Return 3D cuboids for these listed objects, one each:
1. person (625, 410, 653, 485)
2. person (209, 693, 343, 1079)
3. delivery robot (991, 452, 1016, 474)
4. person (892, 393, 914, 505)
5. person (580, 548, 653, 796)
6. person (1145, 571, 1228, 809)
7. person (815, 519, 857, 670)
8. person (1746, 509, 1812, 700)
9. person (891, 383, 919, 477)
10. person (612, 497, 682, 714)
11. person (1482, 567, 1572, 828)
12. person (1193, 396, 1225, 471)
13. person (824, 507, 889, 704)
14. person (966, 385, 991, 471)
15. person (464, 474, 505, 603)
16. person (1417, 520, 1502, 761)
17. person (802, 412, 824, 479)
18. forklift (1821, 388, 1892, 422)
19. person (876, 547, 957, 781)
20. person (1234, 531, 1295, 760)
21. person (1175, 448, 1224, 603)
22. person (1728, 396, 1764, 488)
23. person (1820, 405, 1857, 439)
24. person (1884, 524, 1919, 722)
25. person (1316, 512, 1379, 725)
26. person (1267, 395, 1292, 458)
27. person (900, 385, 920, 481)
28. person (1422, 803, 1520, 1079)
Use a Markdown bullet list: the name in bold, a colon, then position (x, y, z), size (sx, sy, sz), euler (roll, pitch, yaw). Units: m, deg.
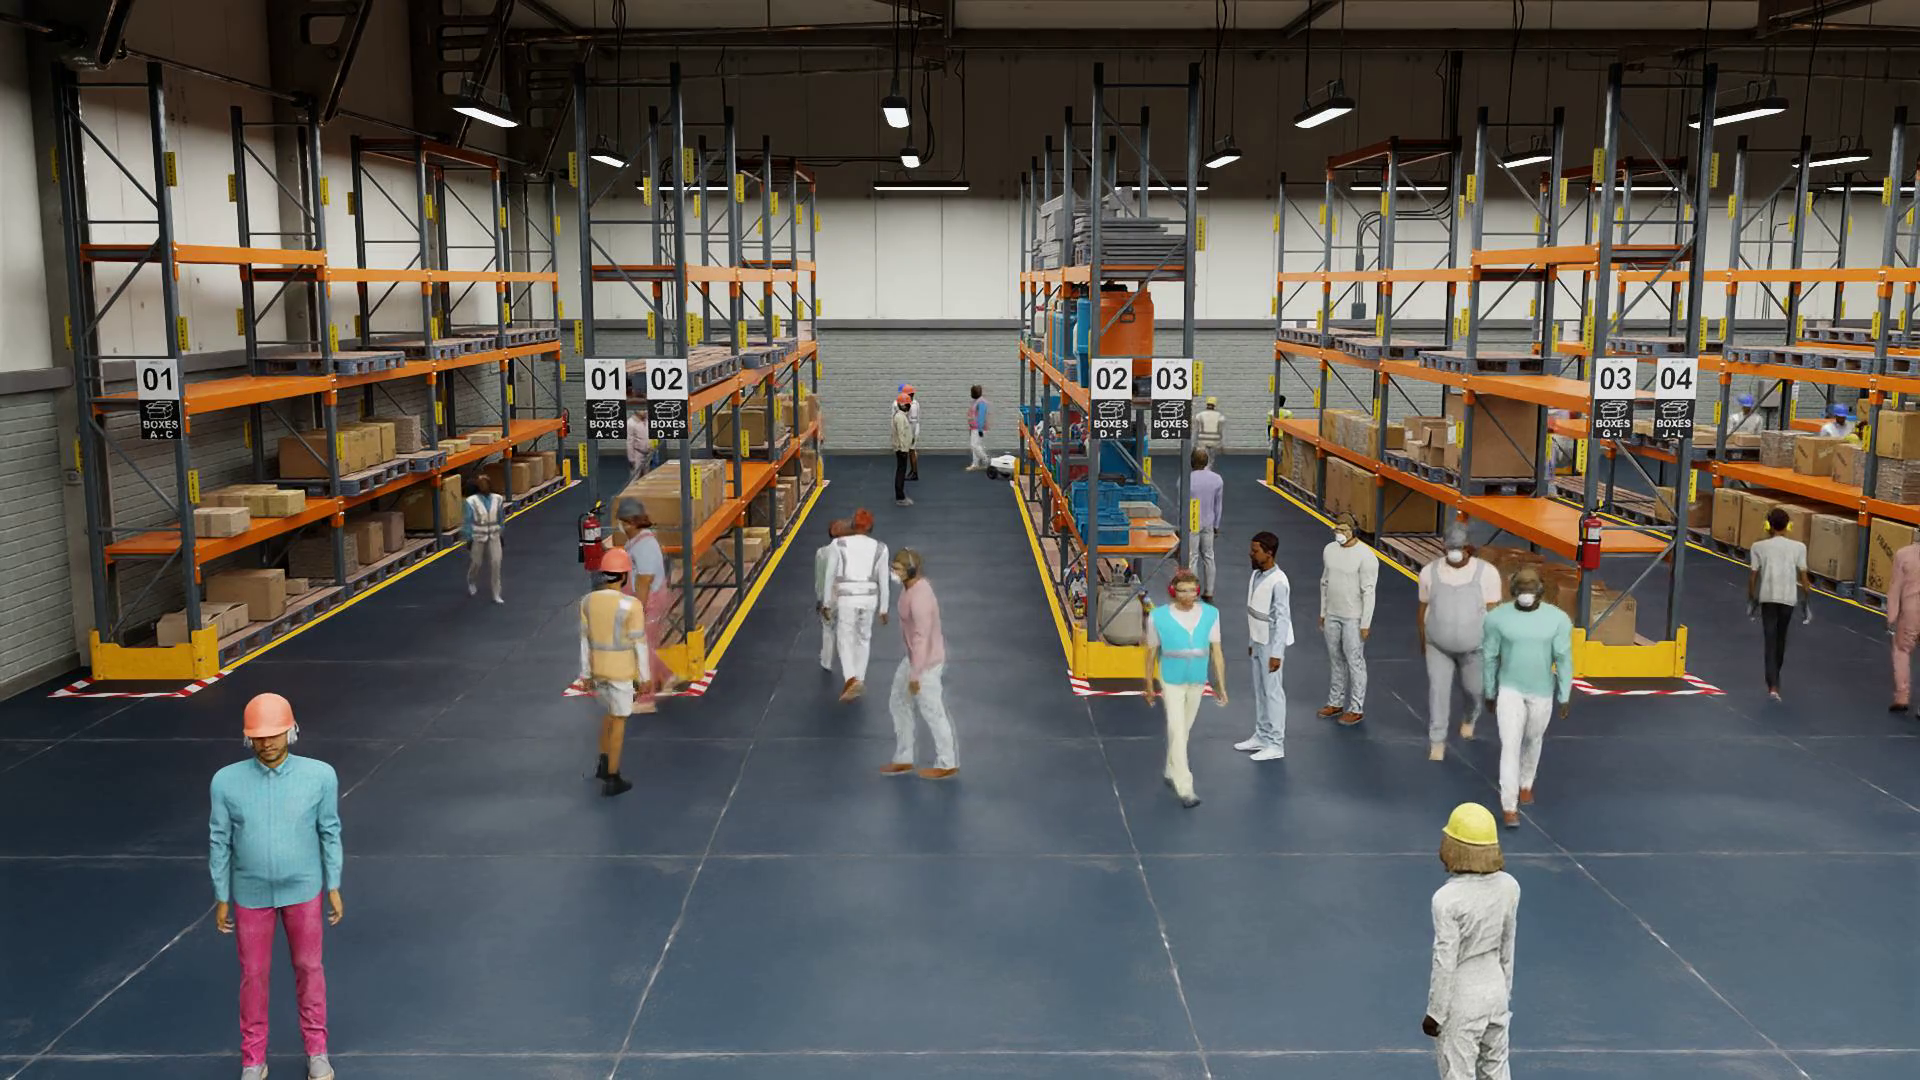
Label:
- **person**: position (-5.563, -1.461, 28.974), size (0.403, 1.906, 0.649), euler (4, 10, 26)
- **person**: position (-3.355, 1.725, 8.189), size (0.610, 1.996, 0.378), euler (-3, 9, -20)
- **delivery robot**: position (0.958, -1.528, 33.431), size (0.477, 0.478, 0.707), euler (-8, 12, -42)
- **person**: position (-1.011, -1.622, 29.727), size (0.389, 1.991, 0.622), euler (0, 9, -3)
- **person**: position (-2.670, 1.020, 12.963), size (0.550, 1.920, 0.545), euler (5, 10, 28)
- **person**: position (1.734, 1.127, 12.687), size (0.568, 1.794, 0.941), euler (-3, 9, -17)
- **person**: position (-1.196, 0.590, 16.774), size (0.535, 1.601, 0.851), euler (-3, 9, -18)
- **person**: position (7.878, 0.611, 16.002), size (0.556, 1.810, 0.992), euler (3, 9, 17)
- **person**: position (-1.125, -2.224, 33.776), size (0.606, 1.939, 0.410), euler (4, 10, 23)
- **person**: position (-2.955, 0.585, 15.382), size (0.594, 2.000, 0.694), euler (-3, 9, -17)
- **person**: position (4.199, 1.133, 12.362), size (0.631, 1.891, 1.025), euler (2, 9, 14)
- **person**: position (4.783, -1.855, 31.930), size (0.625, 1.786, 0.741), euler (0, 9, 0)
- **person**: position (-0.943, 0.628, 15.750), size (0.631, 1.845, 0.809), euler (-2, 9, -14)
- **person**: position (0.365, -2.341, 34.900), size (0.429, 1.830, 0.650), euler (-2, 9, -10)
- **person**: position (-5.948, -0.034, 20.746), size (0.516, 1.615, 0.704), euler (-6, 11, -36)
- **person**: position (4.200, 0.794, 14.036), size (0.679, 2.000, 0.836), euler (3, 9, 19)
- **person**: position (-3.009, -2.029, 33.568), size (0.625, 1.615, 0.518), euler (2, 9, 15)
- **forklift**: position (20.072, -3.110, 36.462), size (1.873, 2.768, 1.129), euler (0, 9, 0)
- **person**: position (-0.372, 0.996, 13.175), size (0.770, 1.900, 0.641), euler (-2, 9, -10)
- **person**: position (2.574, 0.876, 13.900), size (0.398, 1.920, 0.590), euler (-2, 9, -10)
- **person**: position (2.938, -0.168, 20.553), size (0.630, 1.940, 0.373), euler (-3, 9, -21)
- **person**: position (14.400, -1.712, 30.592), size (0.625, 1.918, 0.882), euler (3, 9, 16)
- **person**: position (14.929, -1.350, 28.299), size (0.645, 1.888, 1.007), euler (2, 9, 11)
- **person**: position (8.780, 0.696, 15.141), size (0.678, 1.882, 0.656), euler (3, 9, 19)
- **person**: position (3.489, 0.697, 15.023), size (0.375, 1.933, 0.625), euler (-5, 10, -31)
- **person**: position (6.479, -2.089, 33.688), size (0.535, 1.697, 0.318), euler (3, 9, 21)
- **person**: position (-1.010, -2.149, 33.344), size (0.388, 1.928, 0.549), euler (-2, 9, -11)
- **person**: position (2.205, 1.997, 7.251), size (0.488, 1.743, 0.319), euler (-5, 10, -30)
